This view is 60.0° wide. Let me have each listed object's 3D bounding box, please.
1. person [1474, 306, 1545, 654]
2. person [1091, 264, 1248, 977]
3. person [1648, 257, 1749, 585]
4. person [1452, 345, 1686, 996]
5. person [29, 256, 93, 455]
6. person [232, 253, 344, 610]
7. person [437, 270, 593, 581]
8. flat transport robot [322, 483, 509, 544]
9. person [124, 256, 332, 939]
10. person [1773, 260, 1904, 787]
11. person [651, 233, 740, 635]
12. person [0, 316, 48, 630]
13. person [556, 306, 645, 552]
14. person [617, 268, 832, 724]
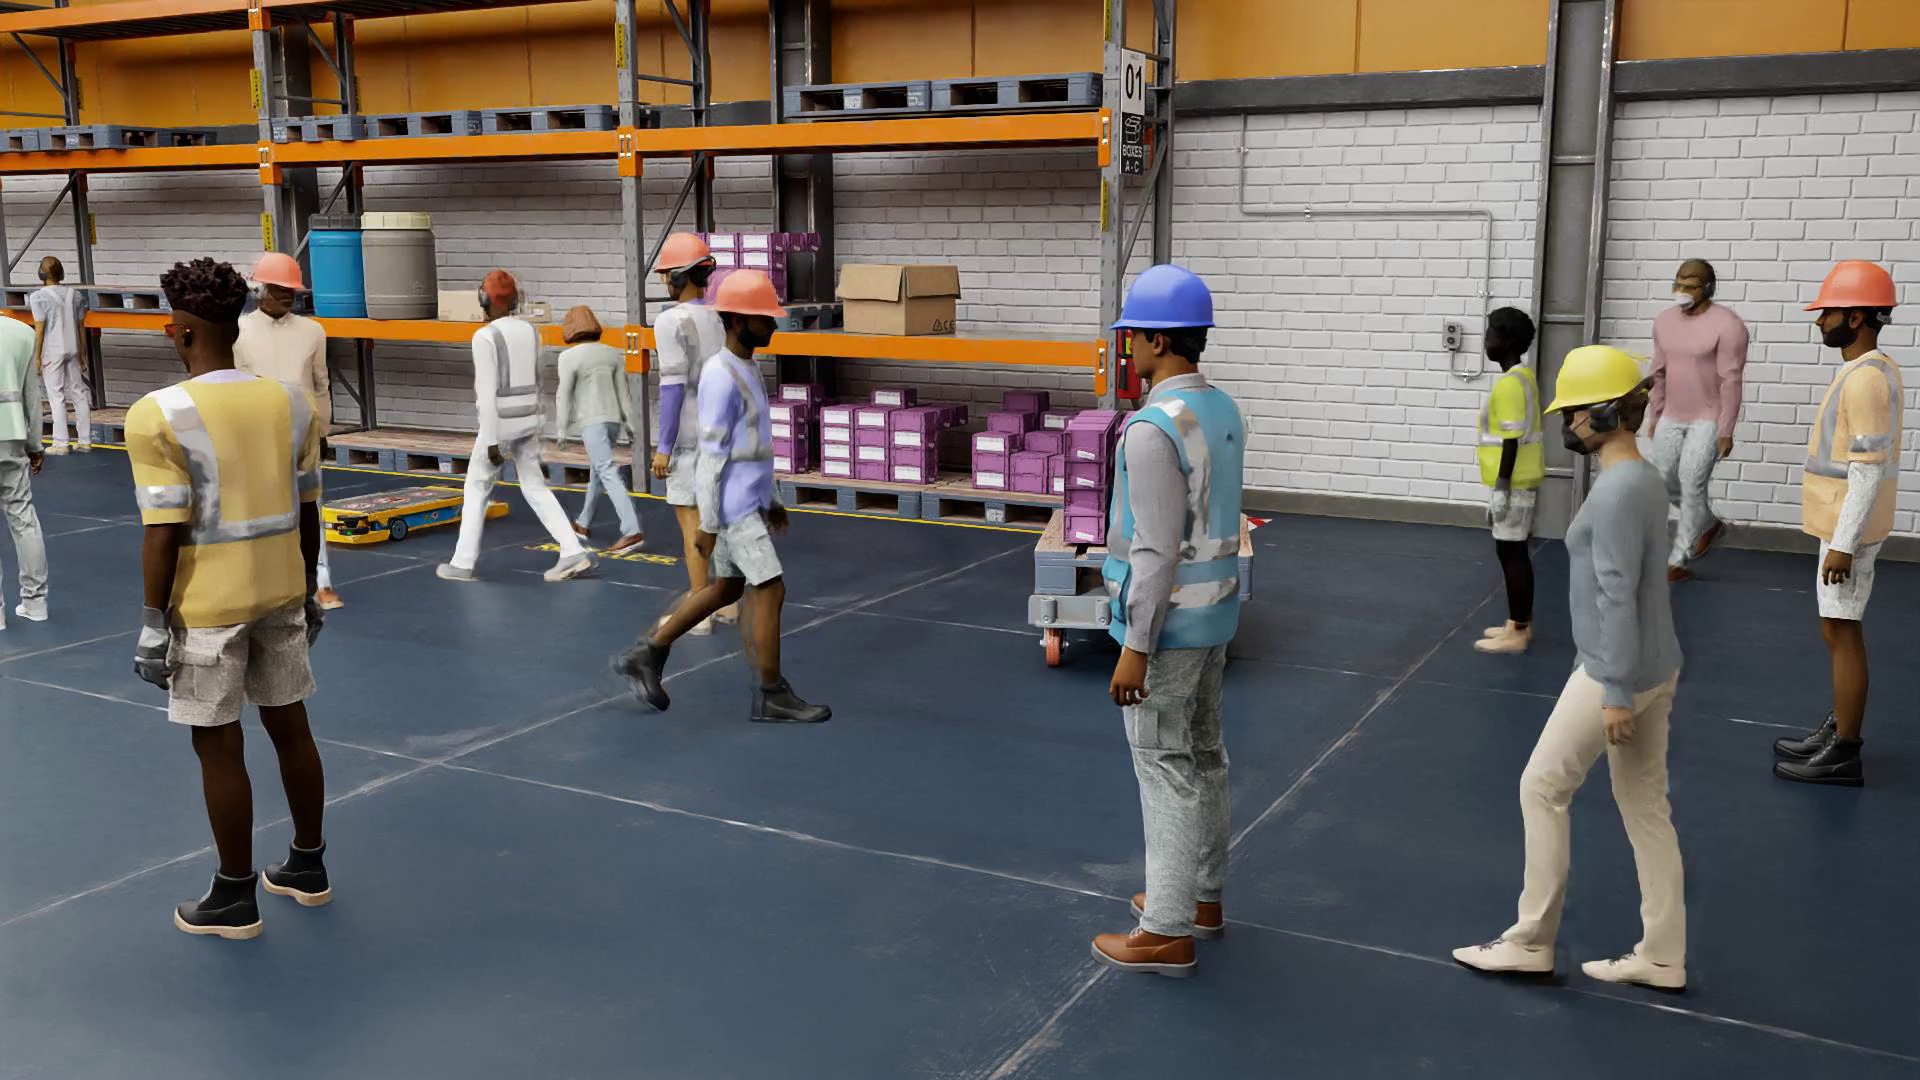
[{"bbox_3d":[2.674,-0.282,8.094,0.332,1.690,0.574,4,11,23],"label":"person"},{"bbox_3d":[0.578,0.225,4.594,0.396,1.946,0.617,5,12,28],"label":"person"},{"bbox_3d":[4.345,-0.690,9.723,0.663,1.911,0.653,-5,12,-27],"label":"person"},{"bbox_3d":[1.675,0.350,4.481,0.699,1.735,0.539,7,12,33],"label":"person"},{"bbox_3d":[-8.375,-1.709,15.479,0.330,1.844,0.519,5,12,28],"label":"person"},{"bbox_3d":[-3.780,-0.614,9.229,0.607,1.940,1.003,-7,12,-34],"label":"person"},{"bbox_3d":[-2.615,-0.655,9.772,0.902,1.847,0.582,5,11,25],"label":"person"},{"bbox_3d":[-3.867,-0.195,11.494,0.652,0.197,1.431,5,12,28],"label":"flat transport robot"},{"bbox_3d":[-2.118,0.171,4.837,0.361,1.964,0.616,5,12,28],"label":"person"},{"bbox_3d":[3.254,-0.057,6.165,0.364,1.935,0.553,5,12,28],"label":"person"},{"bbox_3d":[-1.372,-0.537,8.515,0.387,2.039,0.616,5,12,28],"label":"person"},{"bbox_3d":[-5.022,-0.490,8.598,0.375,1.915,0.599,5,12,28],"label":"person"},{"bbox_3d":[-2.370,-0.734,10.858,0.855,1.581,0.547,7,12,33],"label":"person"},{"bbox_3d":[-1.008,-0.167,6.883,0.864,1.906,0.547,0,10,0],"label":"person"}]
